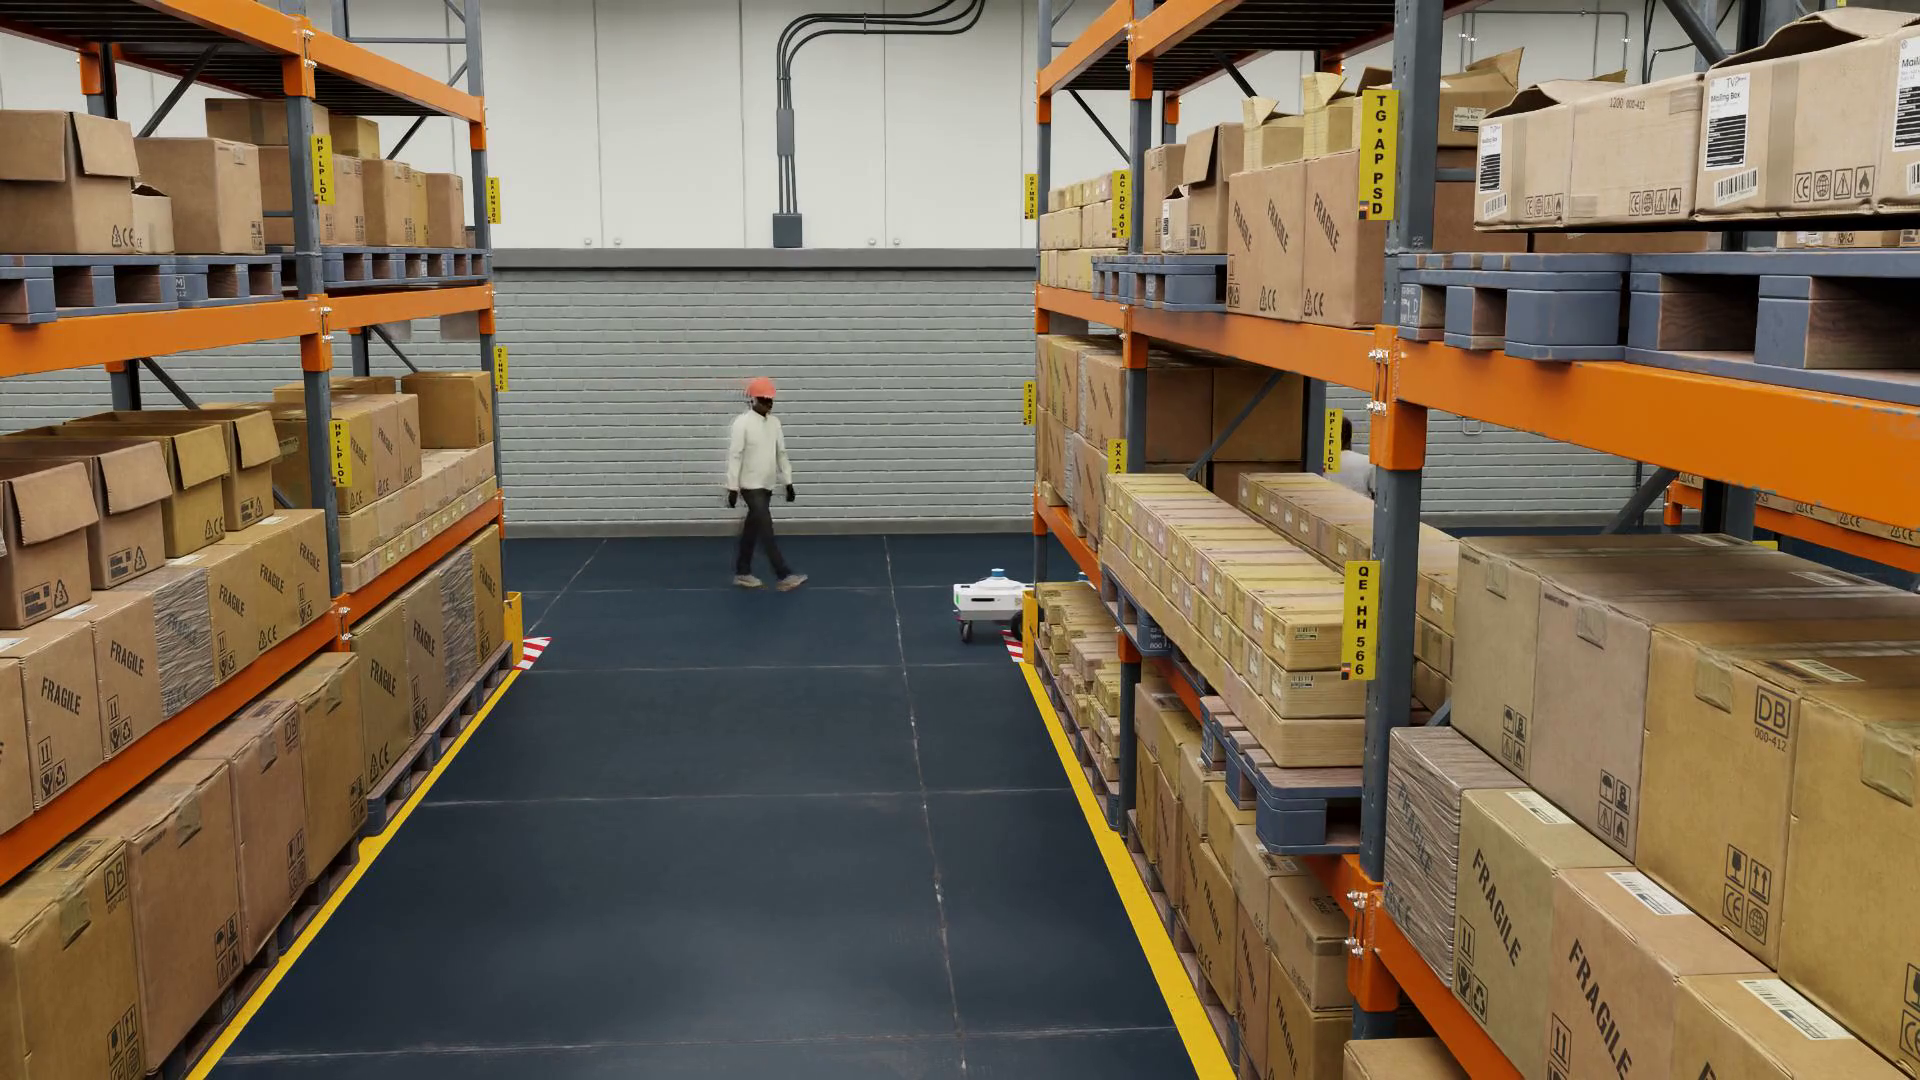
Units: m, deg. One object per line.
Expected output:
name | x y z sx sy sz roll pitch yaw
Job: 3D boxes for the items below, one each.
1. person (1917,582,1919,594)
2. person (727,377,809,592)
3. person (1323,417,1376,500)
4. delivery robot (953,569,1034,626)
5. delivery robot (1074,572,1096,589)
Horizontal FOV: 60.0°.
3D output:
person | 9.054 -0.387 14.713 0.980 1.871 0.604 2 10 12
person | -1.726 -0.498 15.130 0.981 1.946 0.652 6 11 30
person | 2.999 -0.042 12.806 0.584 1.835 0.498 2 10 9
delivery robot | 0.297 0.472 13.259 0.707 0.478 0.477 0 10 -1
delivery robot | 0.987 0.494 13.127 0.707 0.478 0.477 -5 11 -29
